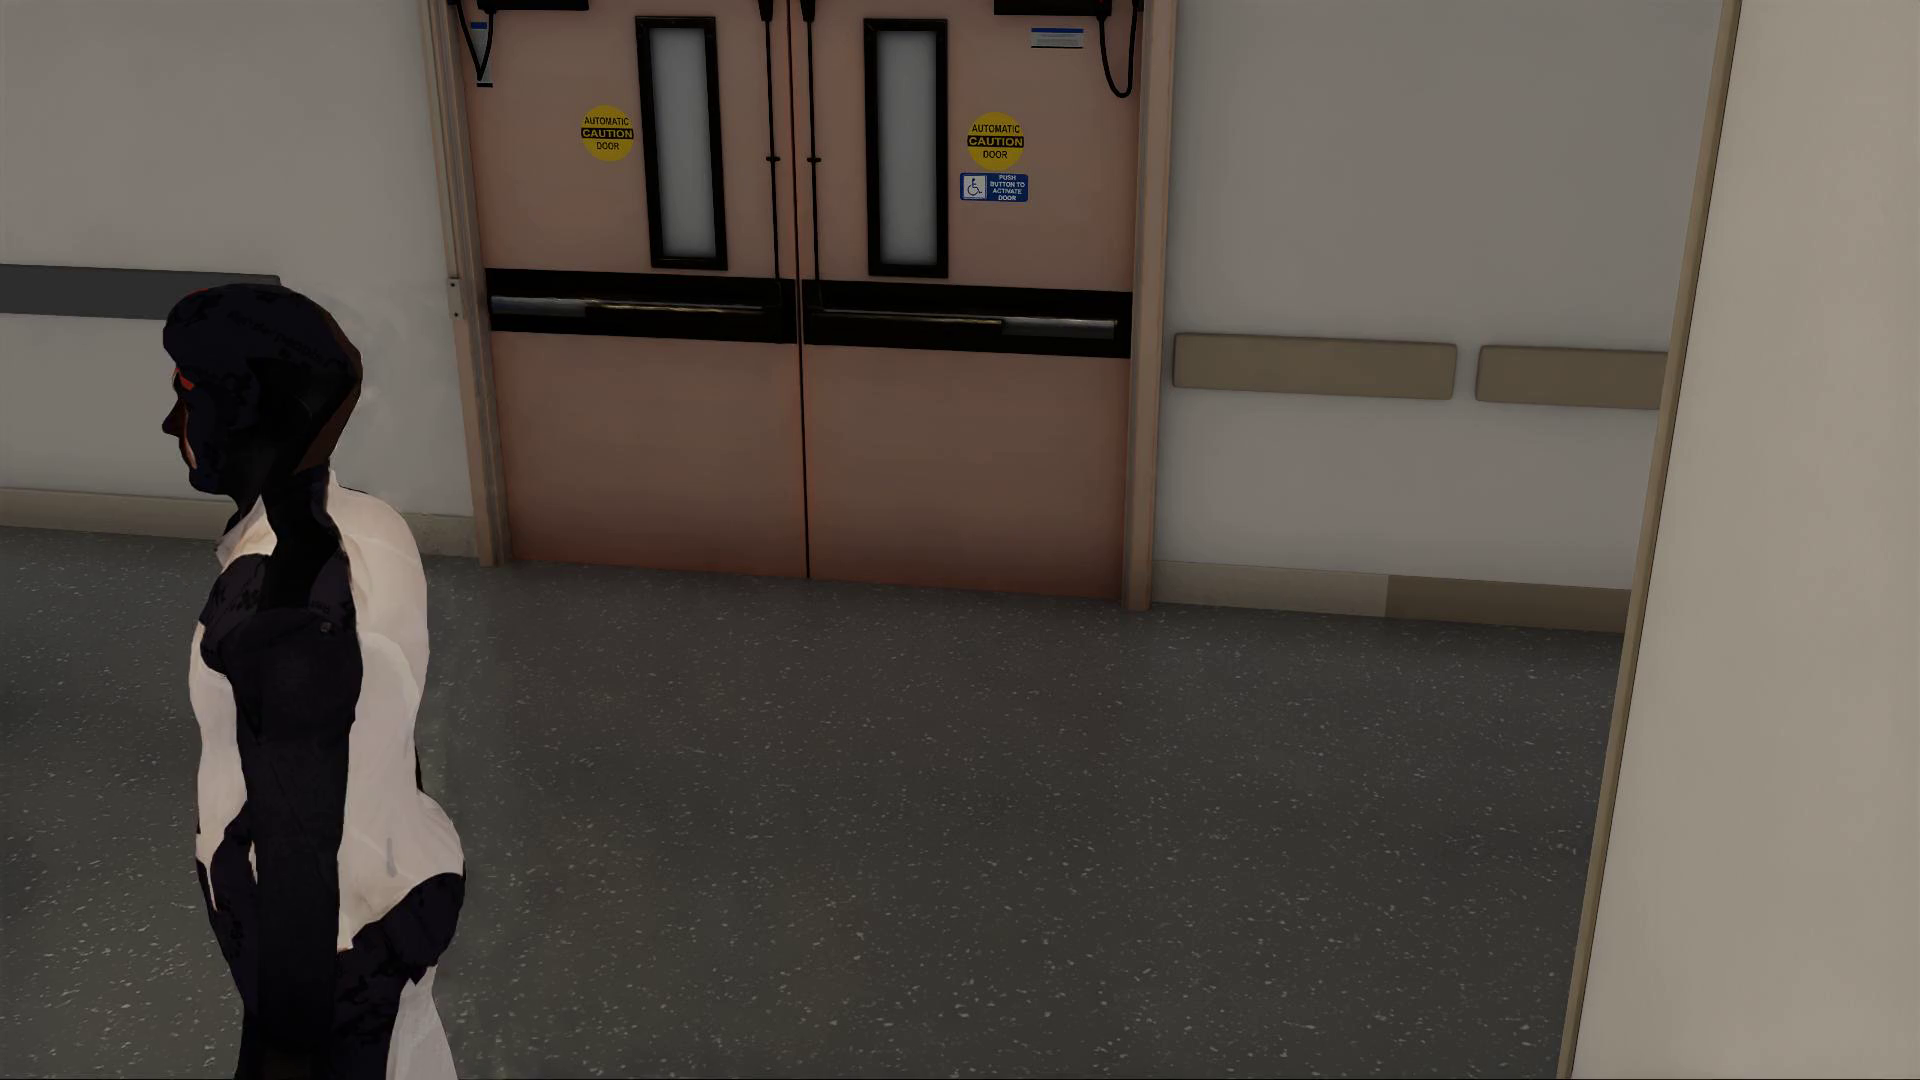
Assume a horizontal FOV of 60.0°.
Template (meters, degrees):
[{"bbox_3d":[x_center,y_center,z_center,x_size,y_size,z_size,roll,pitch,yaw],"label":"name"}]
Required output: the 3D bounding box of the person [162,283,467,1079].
[{"bbox_3d":[-0.800,0.578,2.429,1.279,1.860,0.987,-4,21,-11],"label":"person"}]
